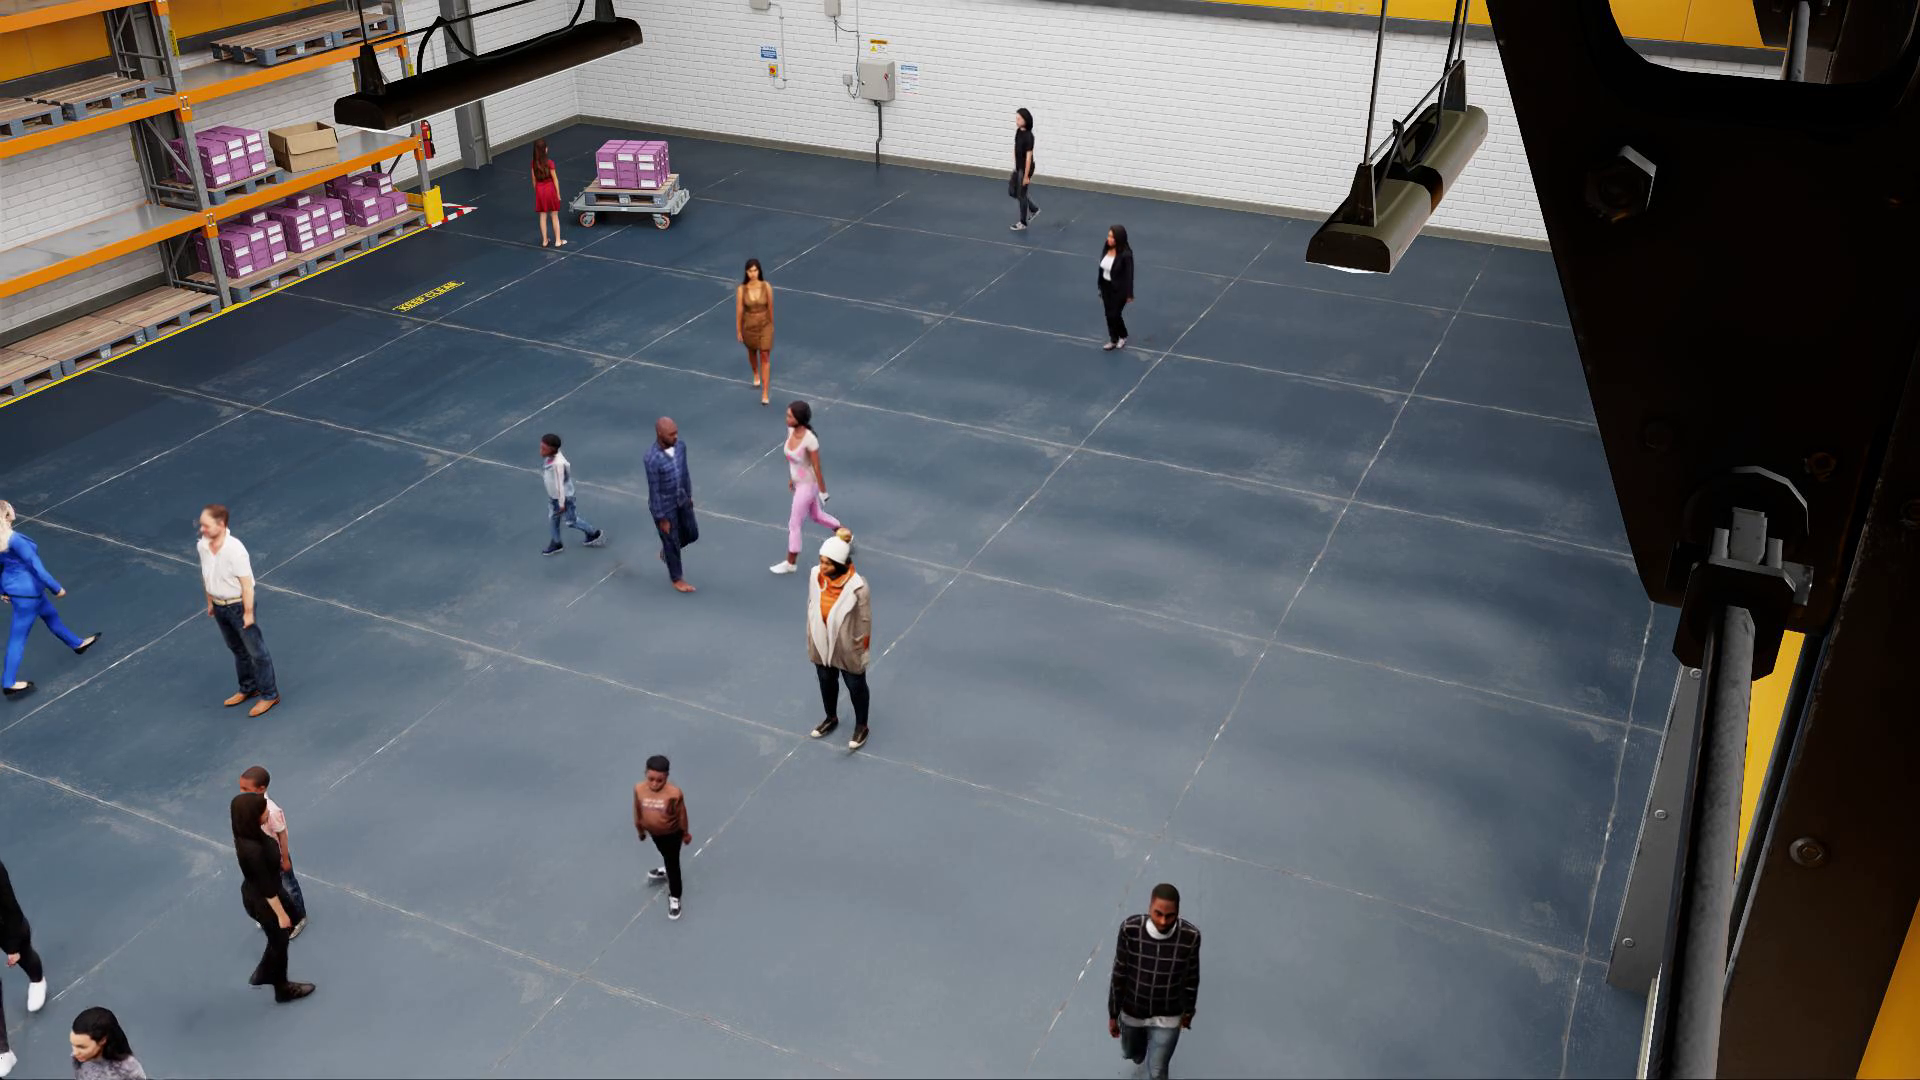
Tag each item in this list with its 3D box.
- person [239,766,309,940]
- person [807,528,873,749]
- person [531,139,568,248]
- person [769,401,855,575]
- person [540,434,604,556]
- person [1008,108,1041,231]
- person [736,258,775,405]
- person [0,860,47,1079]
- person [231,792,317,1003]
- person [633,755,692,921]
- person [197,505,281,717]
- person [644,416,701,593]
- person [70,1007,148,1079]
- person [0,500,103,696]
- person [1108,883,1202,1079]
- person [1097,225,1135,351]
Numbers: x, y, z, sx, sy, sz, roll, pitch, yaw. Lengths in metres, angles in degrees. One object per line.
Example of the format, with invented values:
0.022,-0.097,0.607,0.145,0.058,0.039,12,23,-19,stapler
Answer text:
-4.622,2.076,11.157,0.508,1.307,0.460,13,31,23,person
-0.925,0.746,12.980,0.682,1.895,0.633,13,31,22,person
-5.930,-4.978,23.831,0.620,1.554,0.681,3,29,6,person
-1.346,-0.506,15.473,1.196,1.707,1.039,-19,34,-30,person
-3.748,-0.448,15.857,0.875,1.238,0.738,-13,31,-23,person
1.012,-5.467,24.452,0.908,1.818,0.847,-9,30,-16,person
-2.342,-2.423,19.062,0.988,1.635,1.150,-5,29,-9,person
-5.918,2.386,10.254,1.073,1.627,1.211,-6,29,-11,person
-4.441,2.282,10.446,0.782,1.626,0.731,-16,33,-27,person
-2.033,1.958,11.451,0.608,1.232,0.707,12,31,21,person
-5.835,0.528,13.420,0.673,1.857,0.587,15,32,26,person
-2.700,-0.351,15.099,0.829,1.792,0.732,15,32,26,person
-4.367,3.105,8.846,0.700,1.713,0.996,8,30,15,person
-7.779,0.508,13.673,0.770,1.649,1.220,18,34,30,person
1.111,2.639,9.615,0.791,1.795,1.140,6,29,12,person
1.952,-3.082,20.303,0.754,1.604,0.765,25,37,38,person
